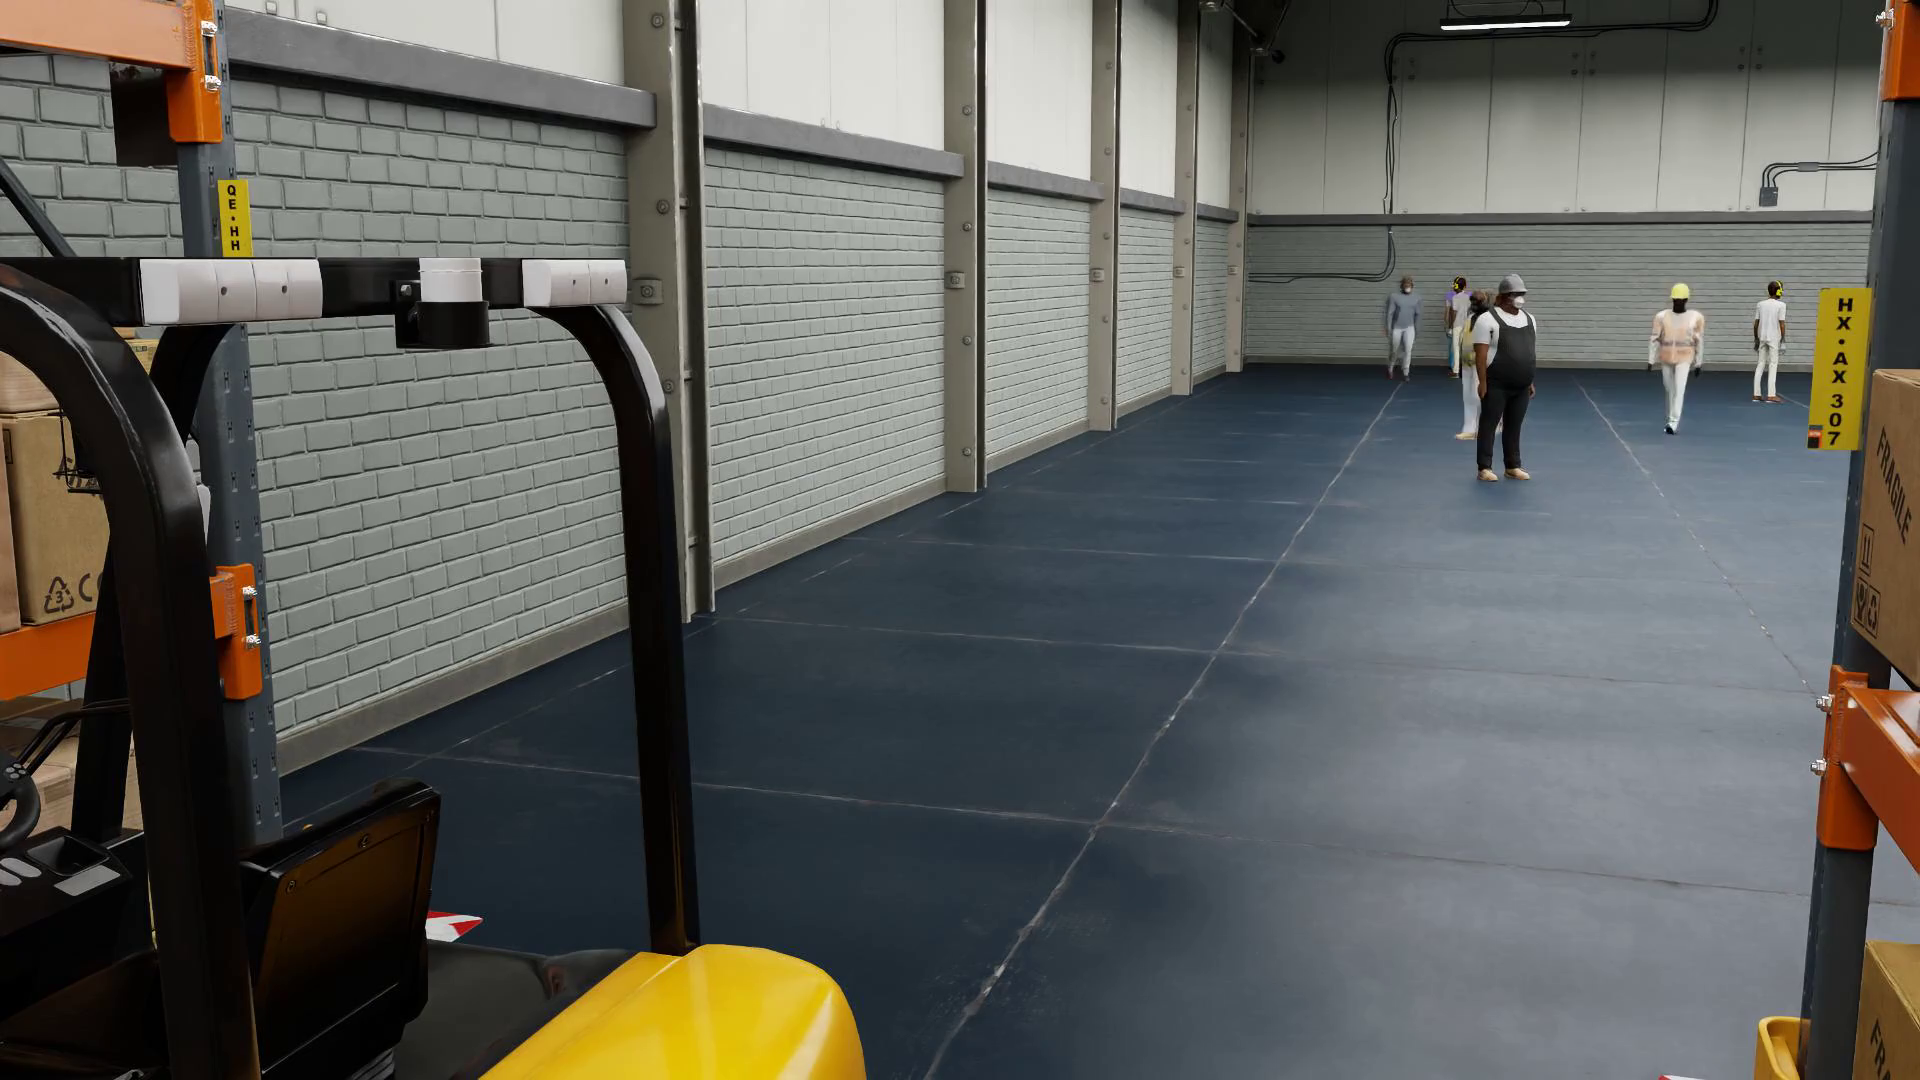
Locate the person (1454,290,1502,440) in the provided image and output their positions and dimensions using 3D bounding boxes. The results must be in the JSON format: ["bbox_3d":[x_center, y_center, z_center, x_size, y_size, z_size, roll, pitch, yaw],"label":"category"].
[{"bbox_3d":[6.285,-2.109,20.130,0.464,1.827,0.648,-4,10,-23],"label":"person"}]

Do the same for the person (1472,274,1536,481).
[{"bbox_3d":[5.436,-1.597,16.451,0.682,2.000,0.537,-3,10,-19],"label":"person"}]

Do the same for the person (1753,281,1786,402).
[{"bbox_3d":[12.492,-3.055,25.648,0.309,1.868,0.535,-5,11,-29],"label":"person"}]

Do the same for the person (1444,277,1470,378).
[{"bbox_3d":[9.289,-3.966,31.062,0.517,1.873,0.328,-7,12,-37],"label":"person"}]

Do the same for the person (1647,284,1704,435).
[{"bbox_3d":[8.941,-2.251,20.832,0.600,1.878,0.983,7,12,37],"label":"person"}]

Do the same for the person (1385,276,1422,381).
[{"bbox_3d":[8.074,-3.869,30.416,0.651,1.908,0.821,0,10,3],"label":"person"}]

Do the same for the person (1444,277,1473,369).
[{"bbox_3d":[10.009,-4.337,33.358,0.569,1.840,0.373,1,10,9],"label":"person"}]
